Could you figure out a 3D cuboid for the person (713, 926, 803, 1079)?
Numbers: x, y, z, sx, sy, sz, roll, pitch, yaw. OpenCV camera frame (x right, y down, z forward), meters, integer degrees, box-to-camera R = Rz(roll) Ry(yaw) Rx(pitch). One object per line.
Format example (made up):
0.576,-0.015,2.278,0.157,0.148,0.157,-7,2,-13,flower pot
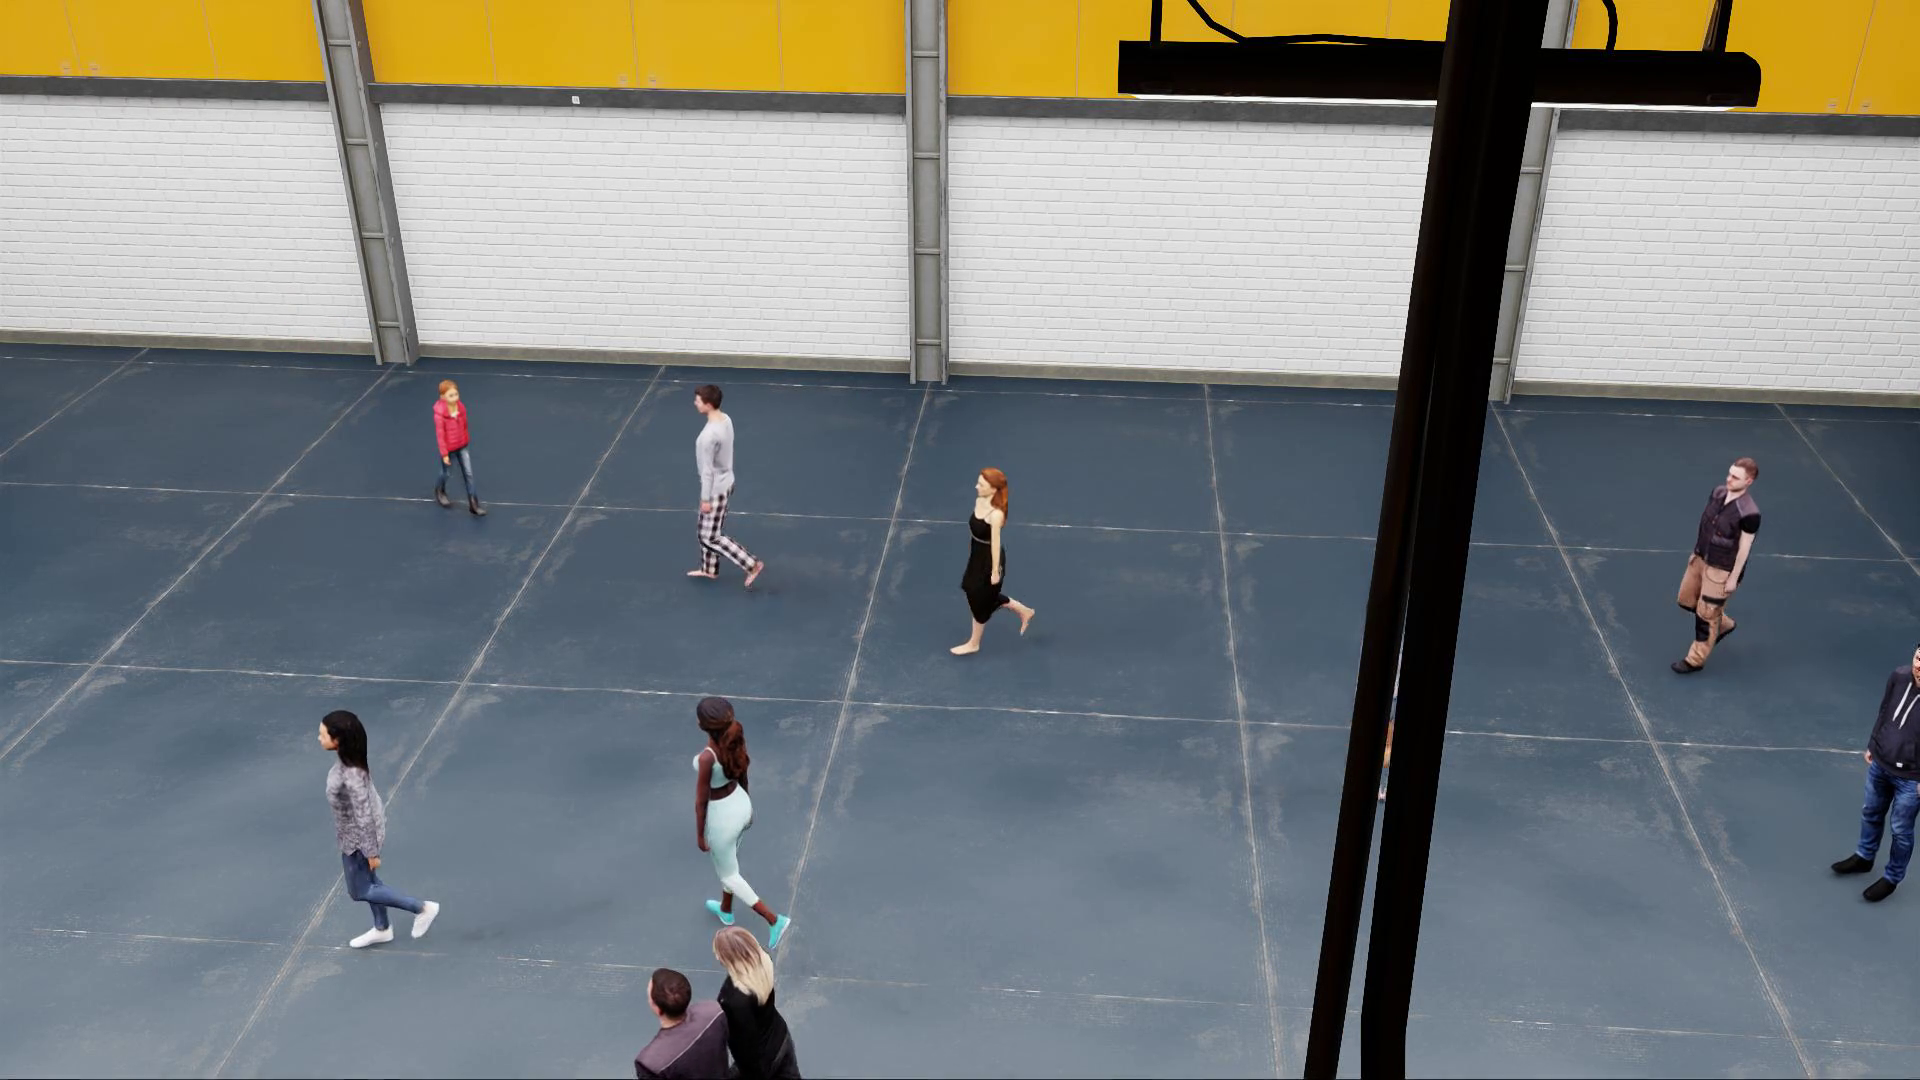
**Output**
-0.924,2.655,8.400,1.147,1.637,0.782,8,30,15,person

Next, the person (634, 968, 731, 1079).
-1.229,2.795,7.952,1.147,1.821,1.053,23,36,36,person

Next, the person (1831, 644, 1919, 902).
5.934,1.405,10.428,0.728,1.888,0.751,-10,30,-18,person

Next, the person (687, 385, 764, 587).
-1.968,-0.426,13.847,0.978,1.829,0.706,6,29,10,person

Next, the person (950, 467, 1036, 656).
0.301,0.171,12.989,1.027,1.603,0.798,-9,30,-16,person

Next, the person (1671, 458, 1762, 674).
5.888,0.181,12.739,0.926,1.825,0.819,-5,29,-9,person

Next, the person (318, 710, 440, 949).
-3.505,1.746,9.982,0.898,1.718,0.778,-8,30,-15,person

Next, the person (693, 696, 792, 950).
-1.342,1.727,10.027,1.072,1.707,0.881,19,34,31,person

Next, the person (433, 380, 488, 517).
-4.667,-0.850,15.184,0.946,1.294,0.841,26,38,38,person
